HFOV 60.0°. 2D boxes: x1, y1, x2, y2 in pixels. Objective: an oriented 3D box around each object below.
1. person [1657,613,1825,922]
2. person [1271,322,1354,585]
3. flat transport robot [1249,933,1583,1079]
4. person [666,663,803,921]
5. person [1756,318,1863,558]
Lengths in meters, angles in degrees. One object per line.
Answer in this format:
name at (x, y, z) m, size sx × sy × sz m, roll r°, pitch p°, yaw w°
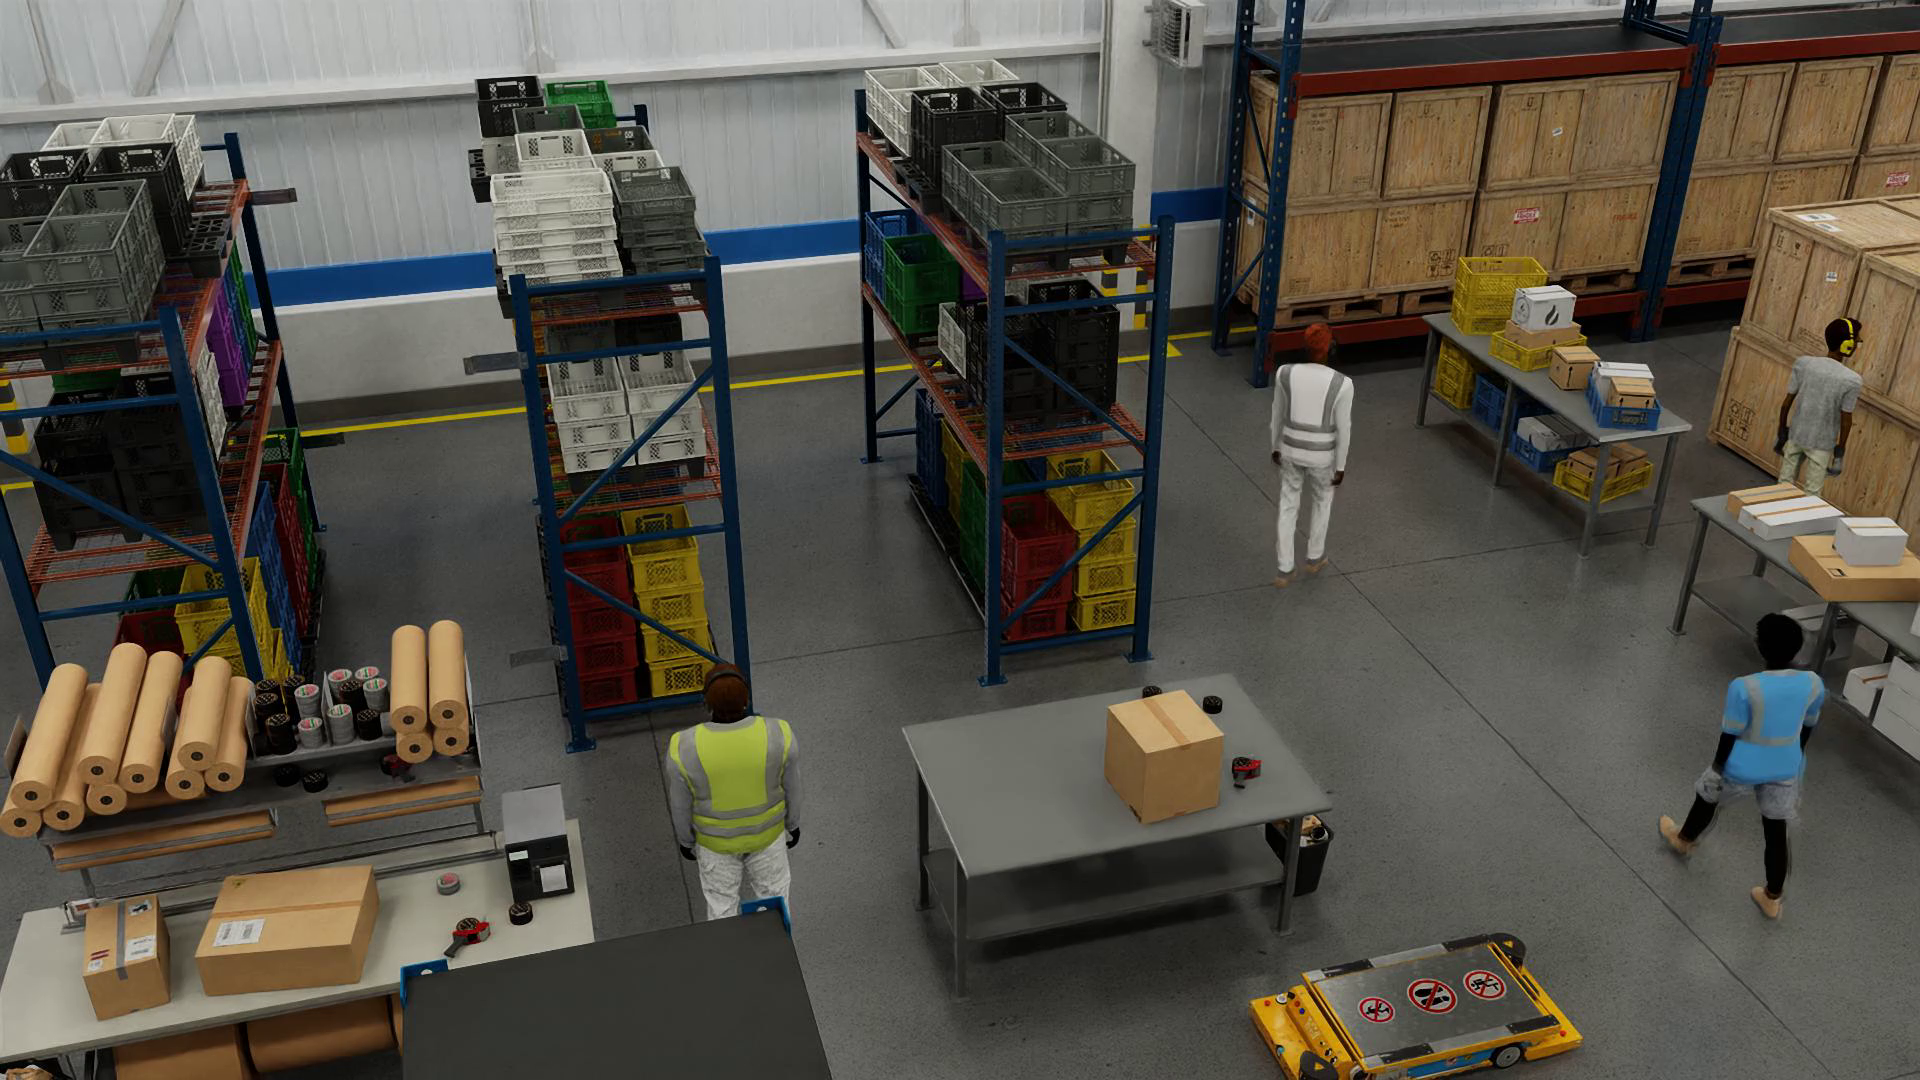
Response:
person at (4.111, 1.115, 8.681) m, size 0.570 × 1.648 × 0.887 m, roll -3°, pitch 29°, yaw -6°
person at (2.421, -0.603, 11.597) m, size 0.589 × 1.850 × 0.672 m, roll 14°, pitch 32°, yaw 24°
flat transport robot at (2.184, 2.282, 7.980) m, size 1.431 × 0.197 × 0.652 m, roll -8°, pitch 30°, yaw -14°
person at (-1.063, 1.383, 7.996) m, size 0.626 × 1.846 × 0.429 m, roll -7°, pitch 30°, yaw -12°
person at (5.998, -0.677, 11.723) m, size 0.334 × 1.865 × 0.517 m, roll -19°, pitch 34°, yaw -30°
